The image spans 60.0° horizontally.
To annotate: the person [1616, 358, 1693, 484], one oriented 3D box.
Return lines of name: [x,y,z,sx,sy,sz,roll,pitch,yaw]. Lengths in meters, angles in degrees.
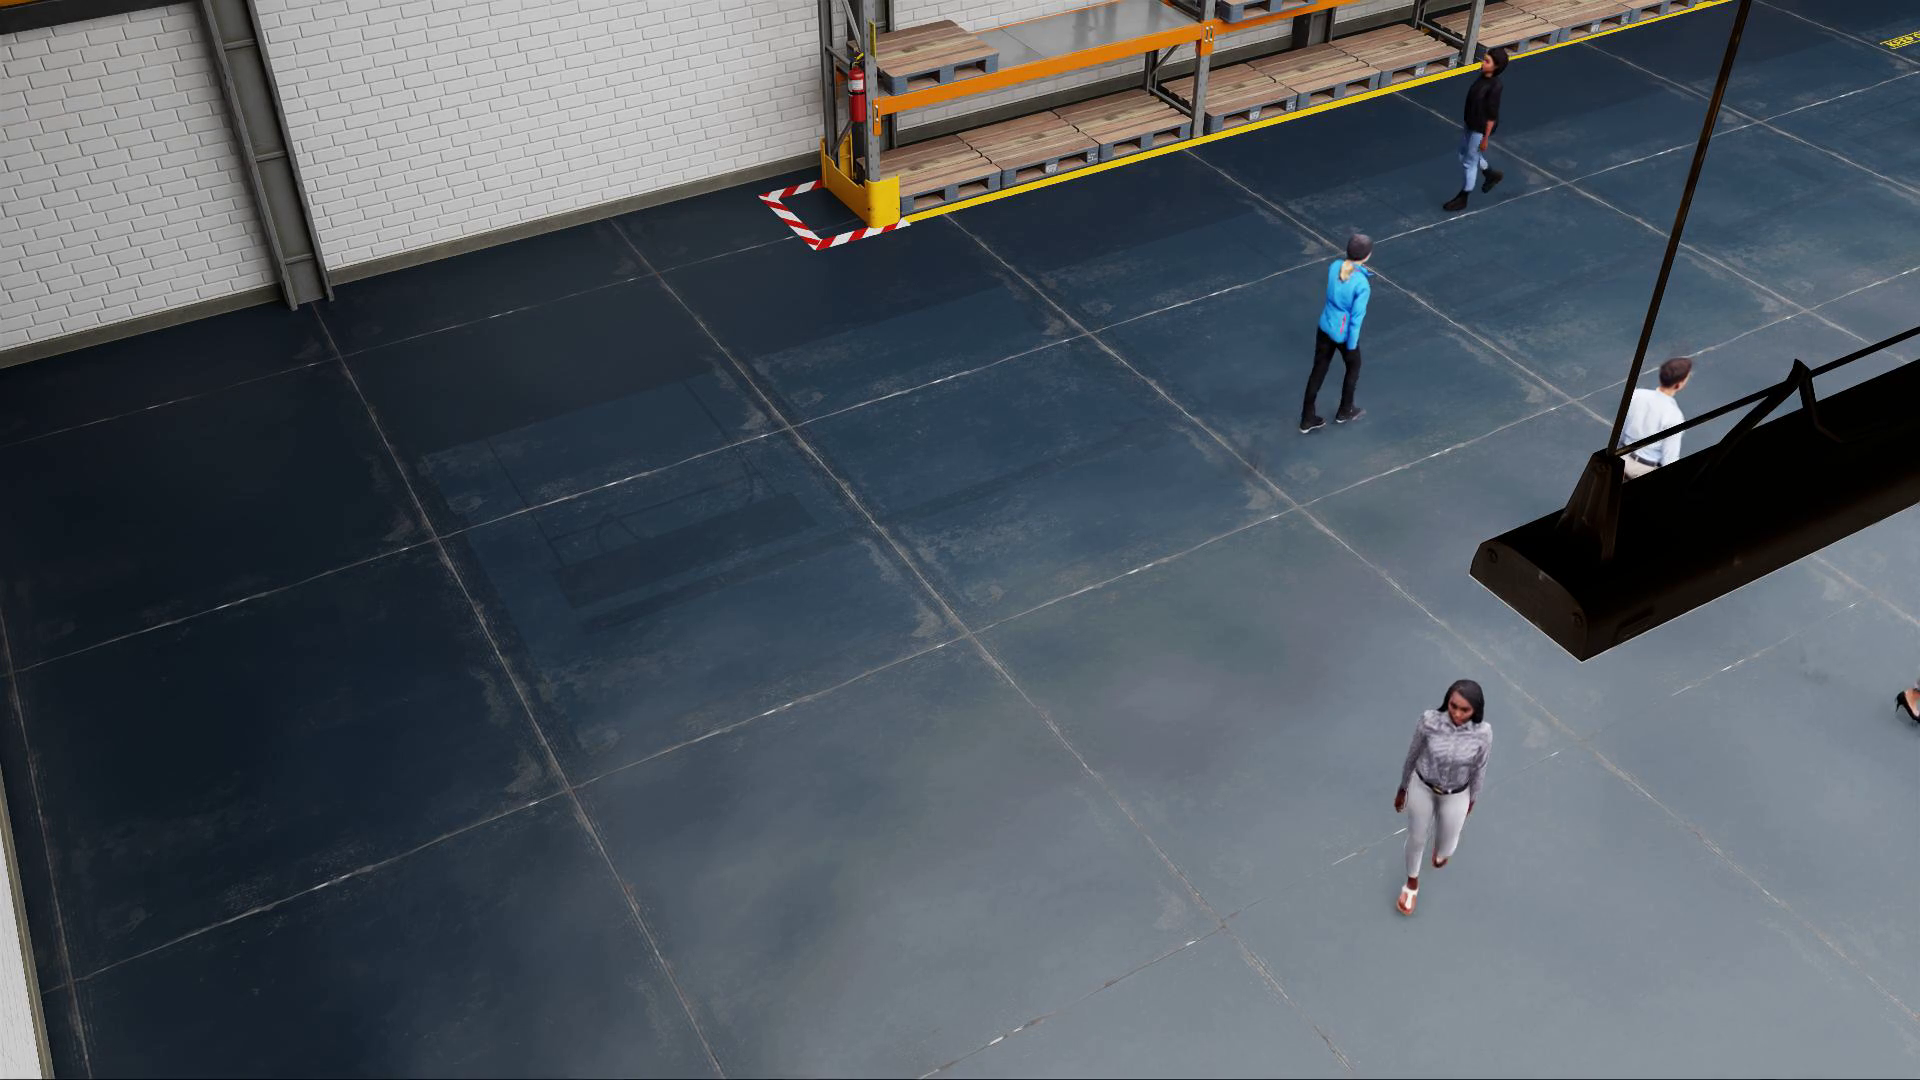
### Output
person: [4.876,-0.516,11.936,0.596,1.843,0.650,-21,43,-24]

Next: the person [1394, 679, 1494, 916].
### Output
person: [2.780,1.424,9.613,0.827,1.712,0.925,17,42,20]

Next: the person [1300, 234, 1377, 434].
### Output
person: [2.968,-1.622,13.371,0.827,1.781,0.638,-23,44,-26]

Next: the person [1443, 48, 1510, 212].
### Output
person: [5.229,-4.076,16.525,0.934,1.680,0.756,-6,39,-8]
